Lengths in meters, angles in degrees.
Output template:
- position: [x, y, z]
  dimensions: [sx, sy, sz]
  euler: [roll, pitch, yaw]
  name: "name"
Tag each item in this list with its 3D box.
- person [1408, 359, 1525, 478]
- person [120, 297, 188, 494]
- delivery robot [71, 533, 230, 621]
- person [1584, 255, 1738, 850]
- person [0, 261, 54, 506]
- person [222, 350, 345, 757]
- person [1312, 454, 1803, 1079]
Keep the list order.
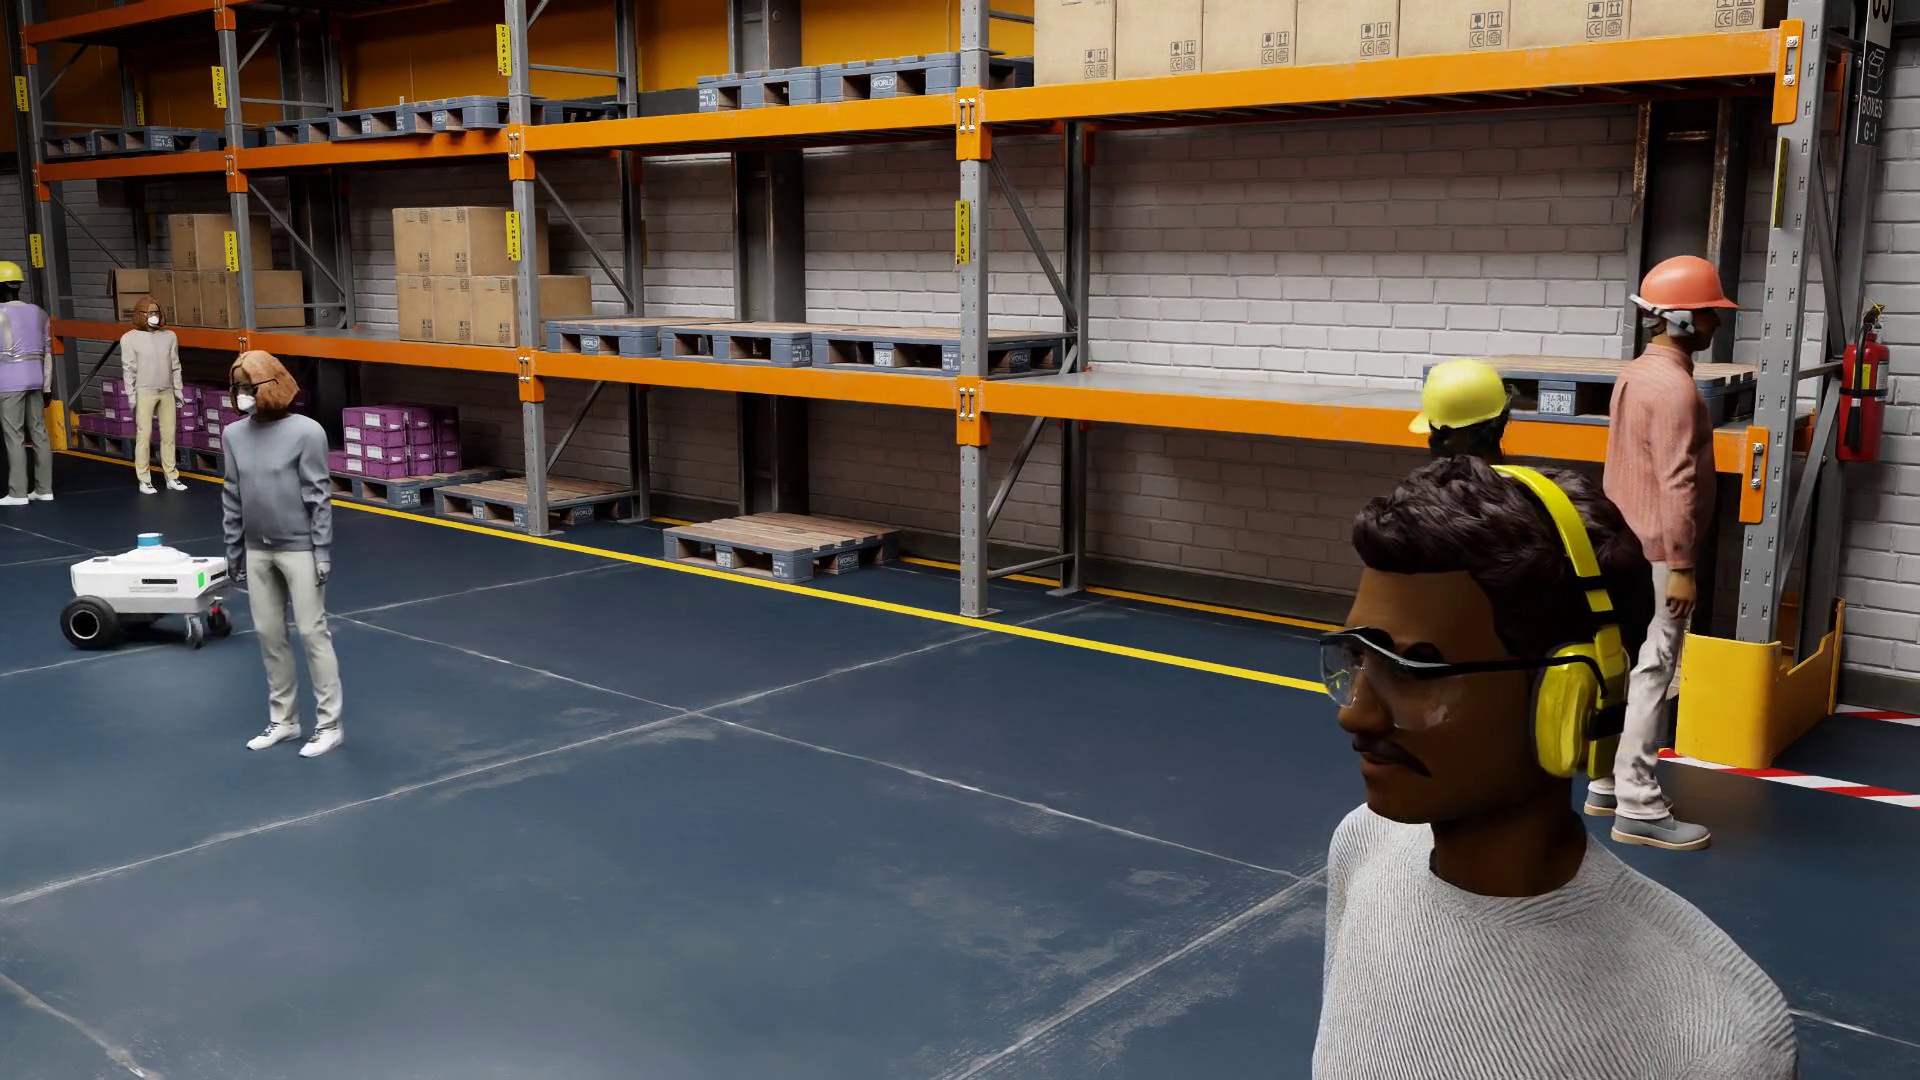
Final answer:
- position: [1.430, 0.370, 4.559]
  dimensions: [0.532, 1.726, 0.437]
  euler: [-9, 14, -43]
  name: "person"
- position: [-6.669, -1.194, 13.764]
  dimensions: [0.283, 1.624, 0.494]
  euler: [6, 12, 30]
  name: "person"
- position: [-4.153, 0.209, 8.553]
  dimensions: [0.707, 0.478, 0.477]
  euler: [0, 10, 1]
  name: "delivery robot"
- position: [2.387, 0.039, 5.687]
  dimensions: [0.379, 1.996, 0.608]
  euler: [1, 10, 5]
  name: "person"
- position: [-7.443, -1.229, 13.140]
  dimensions: [0.390, 1.922, 0.589]
  euler: [3, 11, 18]
  name: "person"
- position: [-2.726, 0.053, 6.670]
  dimensions: [0.511, 1.623, 0.283]
  euler: [3, 10, 18]
  name: "person"
- position: [0.405, 0.857, 1.386]
  dimensions: [0.328, 1.872, 0.515]
  euler: [-5, 11, -24]
  name: "person"
